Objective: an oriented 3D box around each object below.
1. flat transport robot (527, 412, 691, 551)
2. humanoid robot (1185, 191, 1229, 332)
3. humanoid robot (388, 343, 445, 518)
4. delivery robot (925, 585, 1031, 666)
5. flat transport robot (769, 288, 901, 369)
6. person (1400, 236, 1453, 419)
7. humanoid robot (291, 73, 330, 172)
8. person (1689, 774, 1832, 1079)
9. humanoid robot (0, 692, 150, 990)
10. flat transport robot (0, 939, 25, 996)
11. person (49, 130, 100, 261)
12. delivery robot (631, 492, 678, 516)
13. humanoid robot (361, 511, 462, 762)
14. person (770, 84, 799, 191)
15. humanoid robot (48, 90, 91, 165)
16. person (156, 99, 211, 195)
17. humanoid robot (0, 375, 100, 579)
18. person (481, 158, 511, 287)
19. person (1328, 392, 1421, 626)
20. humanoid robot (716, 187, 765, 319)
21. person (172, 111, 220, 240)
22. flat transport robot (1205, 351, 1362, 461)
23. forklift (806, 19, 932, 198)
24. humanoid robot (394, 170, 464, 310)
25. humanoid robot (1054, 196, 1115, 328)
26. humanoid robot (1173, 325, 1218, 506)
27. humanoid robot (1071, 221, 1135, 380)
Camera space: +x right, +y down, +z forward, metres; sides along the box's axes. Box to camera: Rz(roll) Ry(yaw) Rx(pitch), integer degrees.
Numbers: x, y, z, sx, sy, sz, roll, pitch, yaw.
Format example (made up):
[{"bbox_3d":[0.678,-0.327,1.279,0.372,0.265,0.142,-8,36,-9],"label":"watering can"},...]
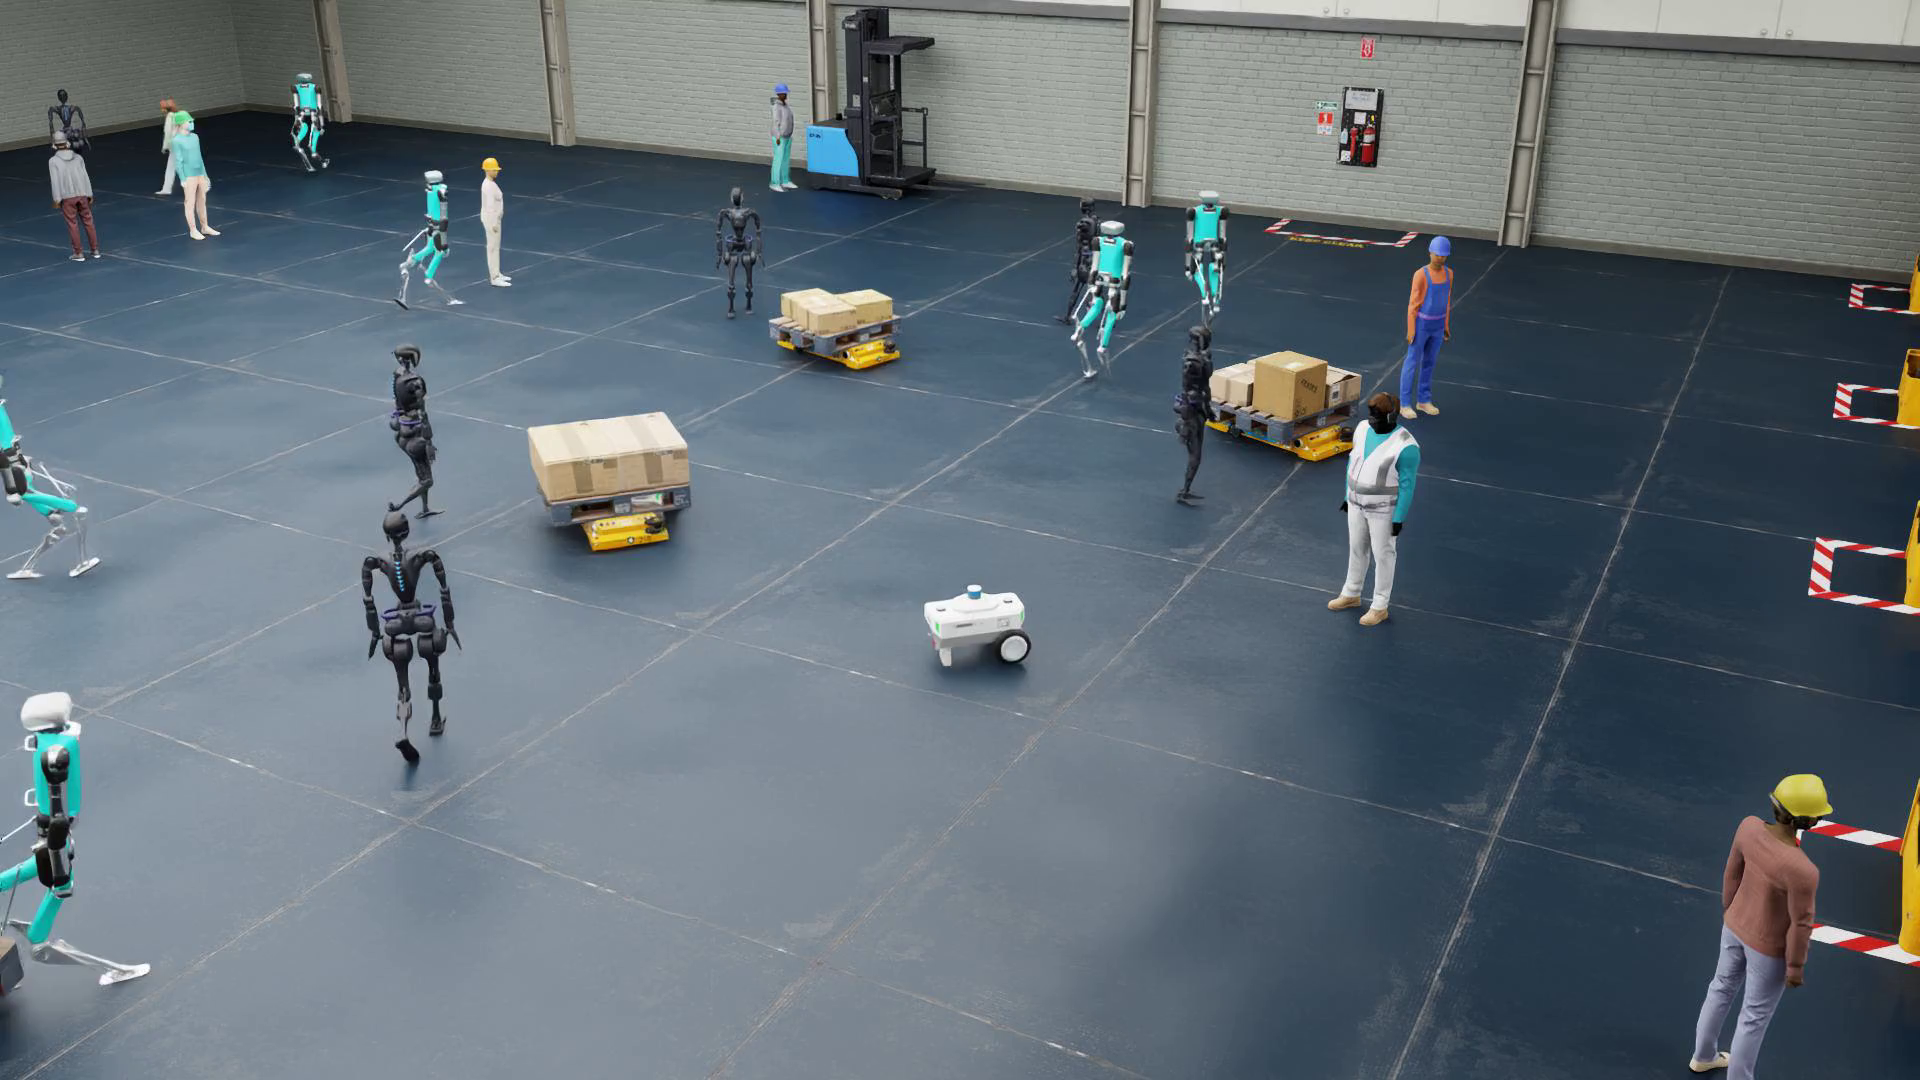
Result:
[{"bbox_3d":[-3.091,-0.283,14.822,0.659,0.231,1.431,-9,25,-20],"label":"flat transport robot"},{"bbox_3d":[2.980,-3.228,19.829,0.542,1.775,0.900,-5,24,-12],"label":"humanoid robot"},{"bbox_3d":[-4.857,-0.927,14.556,0.532,1.641,0.611,-19,30,-37],"label":"humanoid robot"},{"bbox_3d":[0.122,0.615,12.358,0.755,0.587,0.525,-7,24,-15],"label":"delivery robot"},{"bbox_3d":[-1.440,-2.292,19.499,1.431,0.231,0.659,21,31,40],"label":"flat transport robot"},{"bbox_3d":[4.856,-2.210,17.235,0.514,1.907,0.372,-10,25,-22],"label":"person"},{"bbox_3d":[-11.473,-7.279,29.228,0.540,1.732,1.000,1,23,1],"label":"humanoid robot"},{"bbox_3d":[3.818,1.880,7.888,0.327,1.767,0.528,-5,24,-12],"label":"person"},{"bbox_3d":[-4.870,1.664,8.517,1.022,1.773,0.531,-11,25,-23],"label":"humanoid robot"},{"bbox_3d":[-5.487,2.518,8.301,0.659,0.231,1.431,1,23,3],"label":"flat transport robot"},{"bbox_3d":[-12.573,-4.877,23.562,0.367,1.809,0.555,17,28,34],"label":"person"},{"bbox_3d":[-2.782,-0.425,14.809,0.499,0.609,0.805,-1,23,-1],"label":"delivery robot"},{"bbox_3d":[-3.622,0.631,10.946,0.603,1.626,0.680,-4,24,-9],"label":"humanoid robot"},{"bbox_3d":[-3.005,-6.799,28.109,0.389,1.785,0.541,7,24,16],"label":"person"},{"bbox_3d":[-15.184,-6.837,28.339,0.609,1.628,0.747,-13,27,-28],"label":"humanoid robot"},{"bbox_3d":[-13.031,-6.526,27.668,0.870,1.587,0.512,-7,24,-17],"label":"person"},{"bbox_3d":[-7.422,-0.506,13.517,0.915,1.777,0.578,-6,24,-13],"label":"humanoid robot"},{"bbox_3d":[-6.235,-4.257,22.265,0.331,1.693,0.469,-5,24,-11],"label":"person"},{"bbox_3d":[3.169,-0.250,12.753,0.431,1.845,0.618,-14,27,-29],"label":"person"},{"bbox_3d":[-2.752,-3.587,20.786,0.610,1.660,0.559,-4,24,-9],"label":"humanoid robot"},{"bbox_3d":[-11.439,-5.441,24.793,0.350,1.877,0.512,8,24,17],"label":"person"},{"bbox_3d":[3.270,-1.141,16.818,0.659,0.231,1.431,-19,30,-37],"label":"flat transport robot"},{"bbox_3d":[-1.573,-7.292,27.850,1.873,2.768,1.129,12,26,25],"label":"forklift"},{"bbox_3d":[-6.881,-3.746,21.077,1.002,1.776,0.535,-16,28,-32],"label":"humanoid robot"},{"bbox_3d":[1.552,-3.402,20.351,0.777,1.622,0.608,15,27,30],"label":"humanoid robot"},{"bbox_3d":[2.126,-1.143,15.039,0.319,1.656,0.609,13,27,28],"label":"humanoid robot"},{"bbox_3d":[1.503,-2.546,18.323,0.549,1.817,0.860,18,29,36],"label":"humanoid robot"}]
